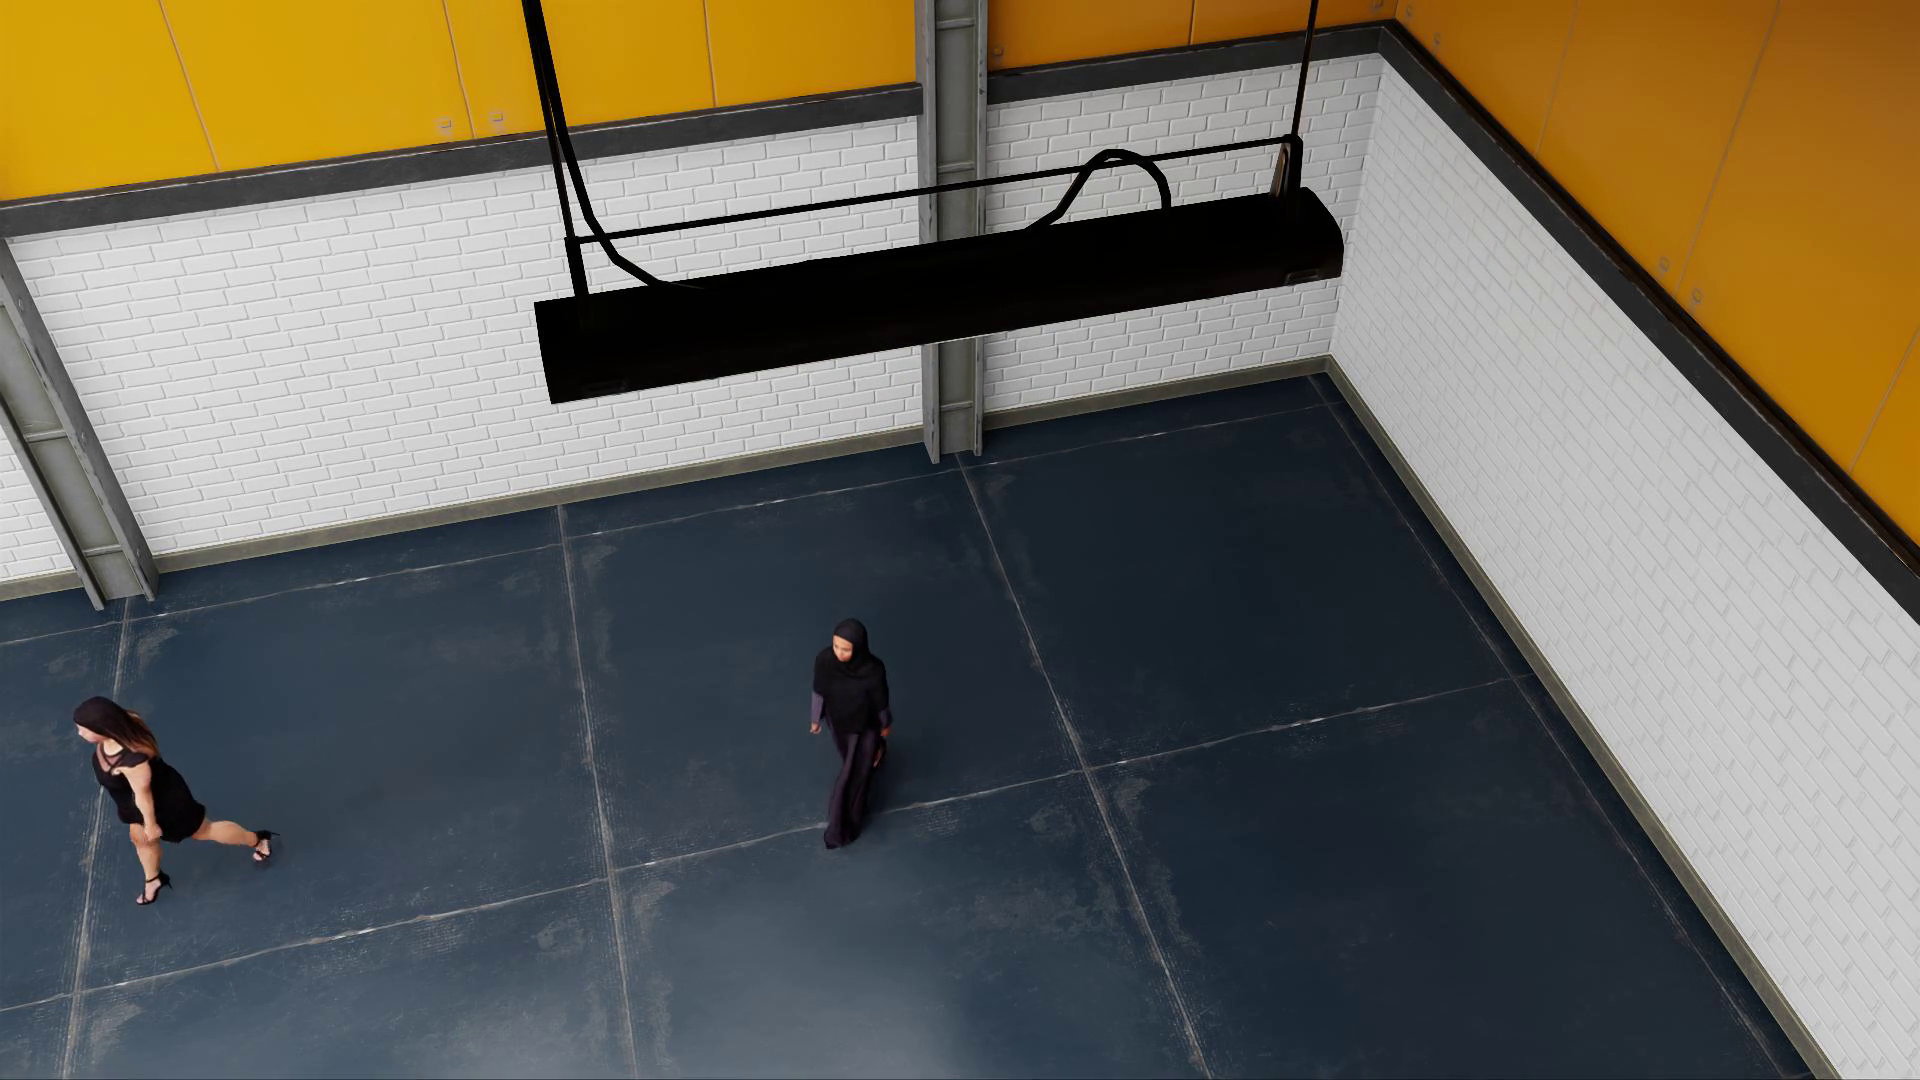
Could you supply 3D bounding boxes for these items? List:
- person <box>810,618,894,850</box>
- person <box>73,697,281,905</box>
[{"bbox_3d":[-0.597,0.994,9.852,1.126,1.609,1.127,17,46,17],"label":"person"},{"bbox_3d":[-4.410,1.425,9.352,1.162,1.674,0.891,-26,49,-25],"label":"person"}]
